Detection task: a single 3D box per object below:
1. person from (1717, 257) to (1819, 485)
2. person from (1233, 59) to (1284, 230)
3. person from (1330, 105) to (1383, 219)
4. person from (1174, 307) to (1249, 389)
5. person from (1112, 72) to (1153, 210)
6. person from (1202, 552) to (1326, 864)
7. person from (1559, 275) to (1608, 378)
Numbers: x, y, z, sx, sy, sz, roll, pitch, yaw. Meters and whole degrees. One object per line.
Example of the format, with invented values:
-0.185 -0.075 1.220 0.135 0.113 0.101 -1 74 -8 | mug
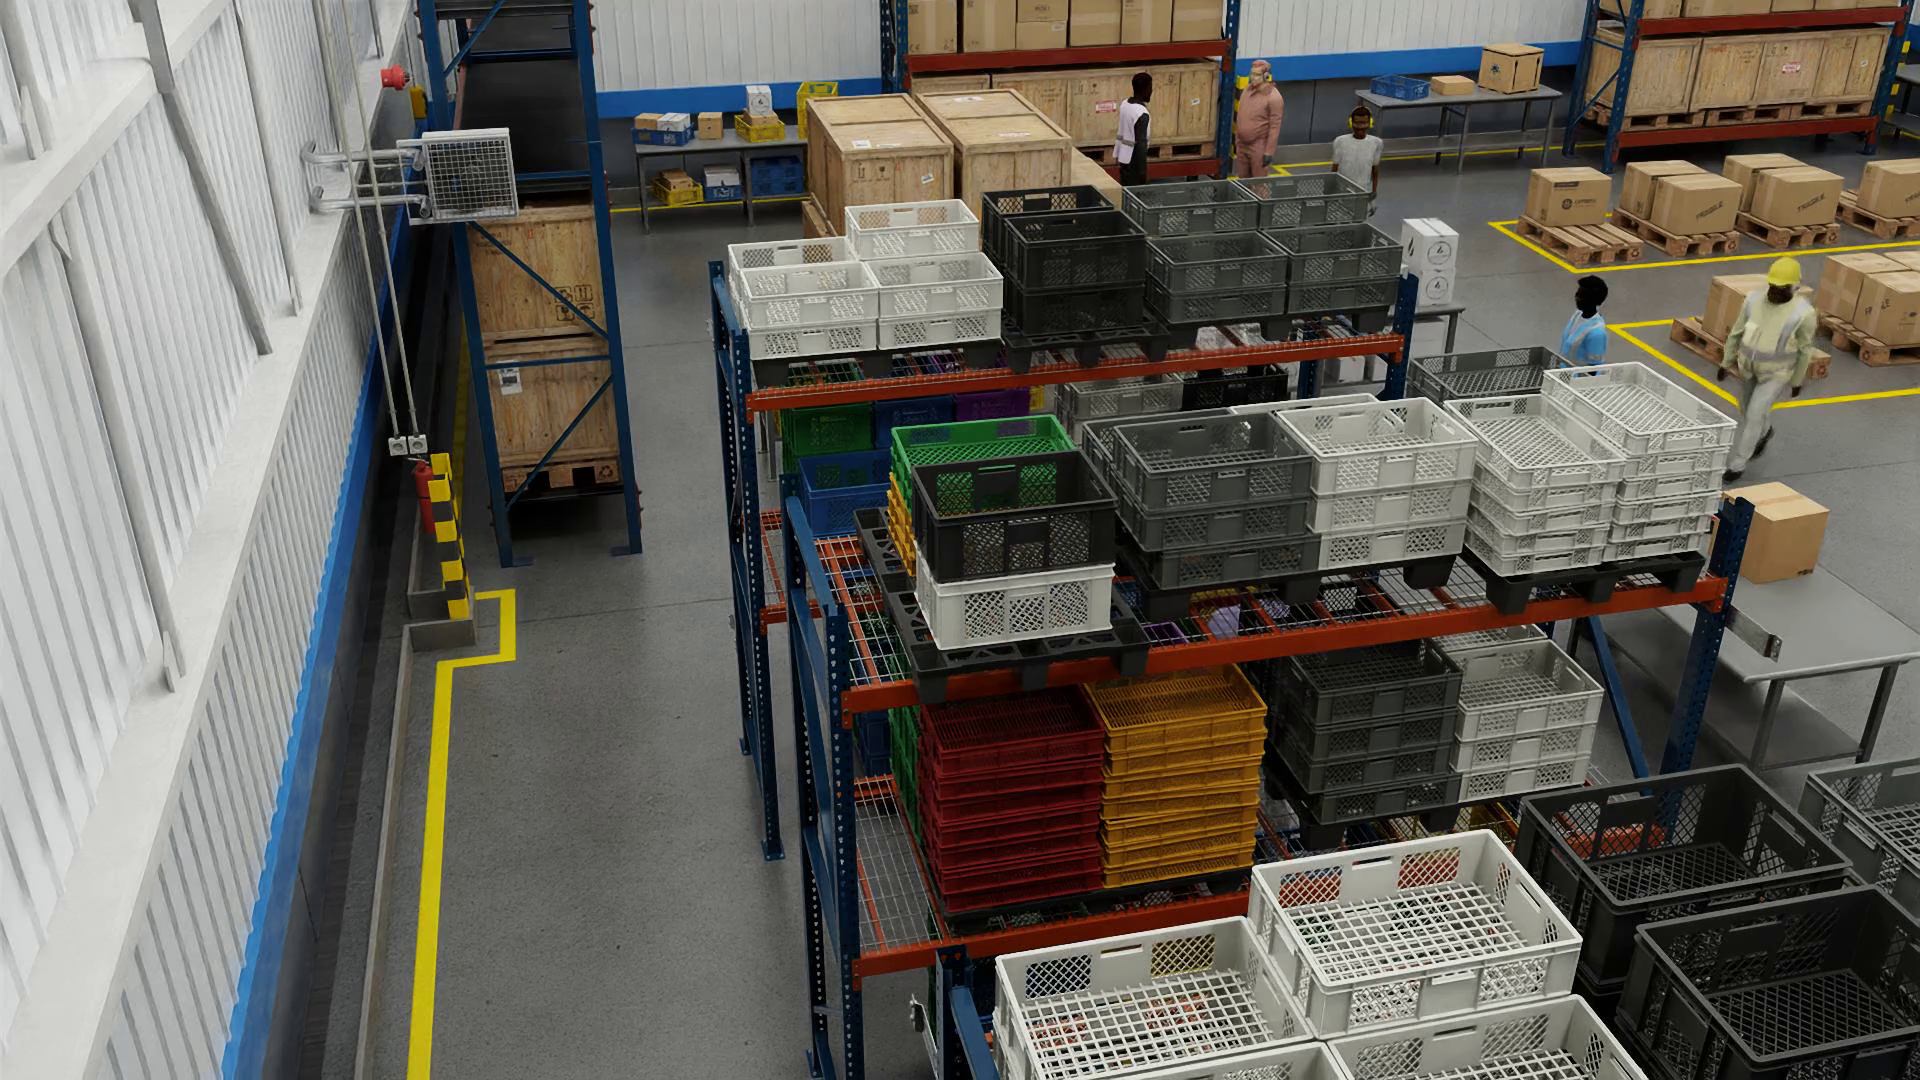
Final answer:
6.317 -1.372 12.987 0.840 1.802 0.599 -17 32 -30 | person
3.291 -4.425 18.670 0.411 1.910 0.643 -16 32 -28 | person
4.002 -3.490 16.935 0.517 1.873 0.334 3 28 5 | person
1.948 -1.248 12.701 0.628 1.852 0.601 24 36 38 | person
1.871 -4.111 18.077 0.390 1.911 0.592 -7 29 -14 | person
1.546 0.906 8.531 0.634 1.933 0.371 -1 28 -1 | person
4.741 -1.220 12.812 0.315 1.697 0.541 0 28 0 | person
